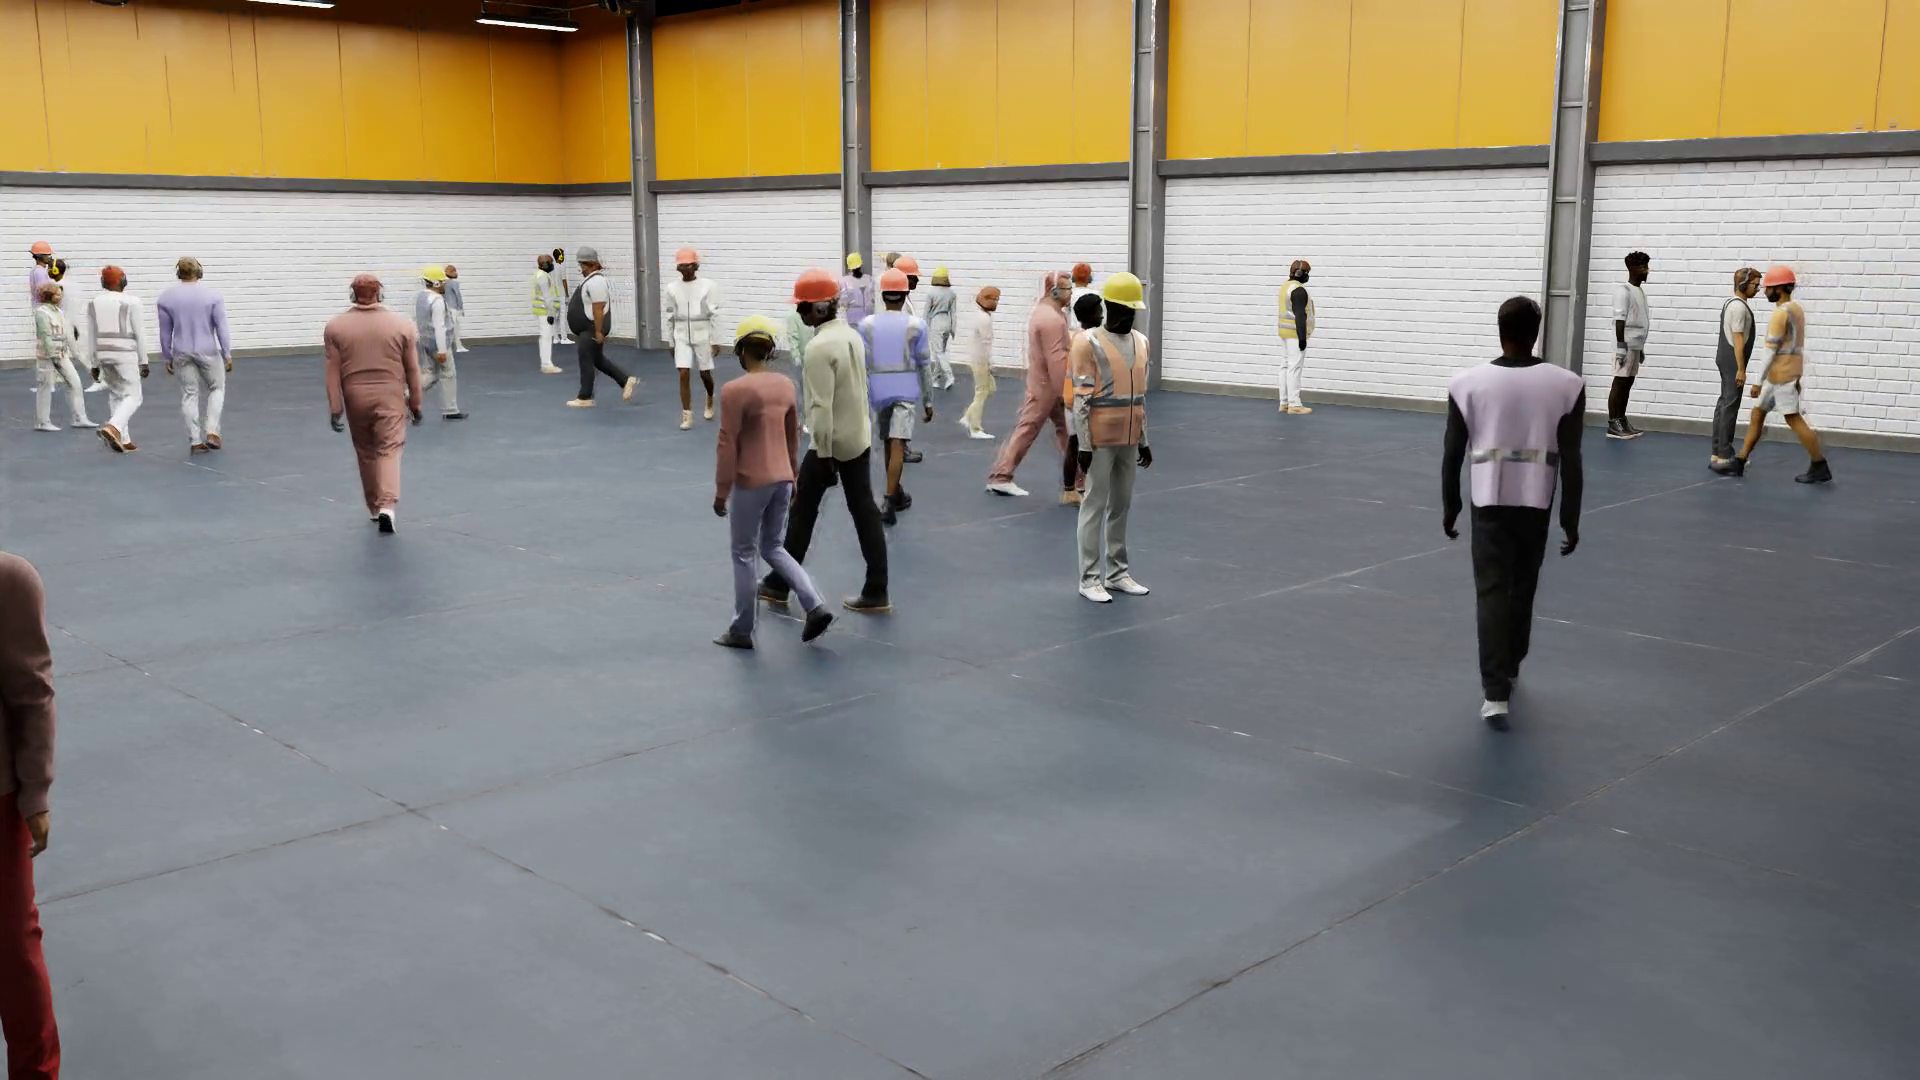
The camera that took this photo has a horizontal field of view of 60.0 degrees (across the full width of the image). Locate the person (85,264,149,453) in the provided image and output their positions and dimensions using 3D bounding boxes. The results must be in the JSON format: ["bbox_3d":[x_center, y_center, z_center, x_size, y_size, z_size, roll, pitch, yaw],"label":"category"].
[{"bbox_3d":[-8.217,-1.731,16.097,0.607,1.856,0.715,1,10,6],"label":"person"}]

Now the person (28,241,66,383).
[{"bbox_3d":[-13.230,-3.293,24.091,0.378,2.045,0.605,-7,13,-35],"label":"person"}]

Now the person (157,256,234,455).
[{"bbox_3d":[-7.448,-1.796,16.234,0.679,1.927,0.500,-1,10,-7],"label":"person"}]

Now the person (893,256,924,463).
[{"bbox_3d":[-0.514,-1.704,15.715,0.356,1.937,0.552,0,10,1],"label":"person"}]

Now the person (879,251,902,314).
[{"bbox_3d":[-0.978,-2.917,22.375,0.685,1.919,0.639,0,10,-1],"label":"person"}]

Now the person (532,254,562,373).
[{"bbox_3d":[-6.436,-3.527,25.921,0.429,1.844,0.629,-3,11,-17],"label":"person"}]

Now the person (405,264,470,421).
[{"bbox_3d":[-6.031,-2.234,18.957,0.728,1.807,0.600,-9,14,-40],"label":"person"}]

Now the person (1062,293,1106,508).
[{"bbox_3d":[1.061,-1.076,12.965,0.564,1.677,0.552,0,10,-1],"label":"person"}]

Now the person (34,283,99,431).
[{"bbox_3d":[-9.787,-1.978,18.118,0.698,1.612,0.516,0,10,0],"label":"person"}]

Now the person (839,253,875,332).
[{"bbox_3d":[-1.393,-3.106,23.526,0.744,1.880,0.457,-9,14,-40],"label":"person"}]

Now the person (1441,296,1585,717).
[{"bbox_3d":[2.478,-0.154,7.503,0.589,1.865,1.007,2,11,13],"label":"person"}]

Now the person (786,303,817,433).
[{"bbox_3d":[-1.614,-1.935,17.872,0.508,1.608,0.540,-4,11,-23],"label":"person"}]

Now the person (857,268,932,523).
[{"bbox_3d":[-0.492,-1.092,12.519,0.560,1.889,1.018,2,11,11],"label":"person"}]

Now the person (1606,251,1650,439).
[{"bbox_3d":[7.076,-2.059,17.573,0.366,1.967,0.603,9,14,40],"label":"person"}]

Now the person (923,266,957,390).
[{"bbox_3d":[-0.249,-2.959,23.156,0.485,1.713,0.831,-7,13,-35],"label":"person"}]

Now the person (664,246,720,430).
[{"bbox_3d":[-2.953,-2.254,18.503,0.614,2.024,0.815,1,10,4],"label":"person"}]

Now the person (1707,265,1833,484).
[{"bbox_3d":[7.126,-1.430,14.409,1.019,1.886,0.539,7,13,35],"label":"person"}]

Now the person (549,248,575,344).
[{"bbox_3d":[-7.858,-4.788,32.720,0.513,1.872,0.328,8,13,36],"label":"person"}]

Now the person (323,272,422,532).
[{"bbox_3d":[-4.262,-1.011,12.117,0.647,1.869,0.965,-2,11,-12],"label":"person"}]

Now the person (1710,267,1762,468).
[{"bbox_3d":[7.160,-1.586,15.344,0.345,1.840,0.504,3,11,14],"label":"person"}]

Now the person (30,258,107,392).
[{"bbox_3d":[-12.161,-2.906,22.608,0.965,1.831,0.538,-3,11,-18],"label":"person"}]

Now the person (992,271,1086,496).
[{"bbox_3d":[0.733,-1.270,13.613,1.025,1.848,0.656,0,10,1],"label":"person"}]

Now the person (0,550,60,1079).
[{"bbox_3d":[-2.309,0.580,3.746,0.522,1.763,0.319,-1,10,-8],"label":"person"}]

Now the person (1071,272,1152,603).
[{"bbox_3d":[0.909,-0.603,9.758,0.585,1.921,0.373,-9,14,-41],"label":"person"}]

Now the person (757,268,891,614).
[{"bbox_3d":[-0.812,-0.549,9.412,0.974,1.938,0.643,5,12,26],"label":"person"}]

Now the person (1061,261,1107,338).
[{"bbox_3d":[1.252,-1.939,17.188,0.619,1.867,0.461,0,10,1],"label":"person"}]

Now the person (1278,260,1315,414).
[{"bbox_3d":[4.044,-2.438,20.004,0.429,1.838,0.621,-1,10,-7],"label":"person"}]

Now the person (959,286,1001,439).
[{"bbox_3d":[0.252,-1.850,17.396,0.345,1.610,0.531,0,10,2],"label":"person"}]

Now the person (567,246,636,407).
[{"bbox_3d":[-4.519,-2.698,20.855,0.833,2.000,0.691,-3,11,-17],"label":"person"}]

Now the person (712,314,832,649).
[{"bbox_3d":[-0.983,-0.284,8.523,0.586,1.741,0.556,7,12,32],"label":"person"}]

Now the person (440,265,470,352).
[{"bbox_3d":[-9.284,-4.190,30.186,0.498,1.605,0.750,9,14,42],"label":"person"}]
